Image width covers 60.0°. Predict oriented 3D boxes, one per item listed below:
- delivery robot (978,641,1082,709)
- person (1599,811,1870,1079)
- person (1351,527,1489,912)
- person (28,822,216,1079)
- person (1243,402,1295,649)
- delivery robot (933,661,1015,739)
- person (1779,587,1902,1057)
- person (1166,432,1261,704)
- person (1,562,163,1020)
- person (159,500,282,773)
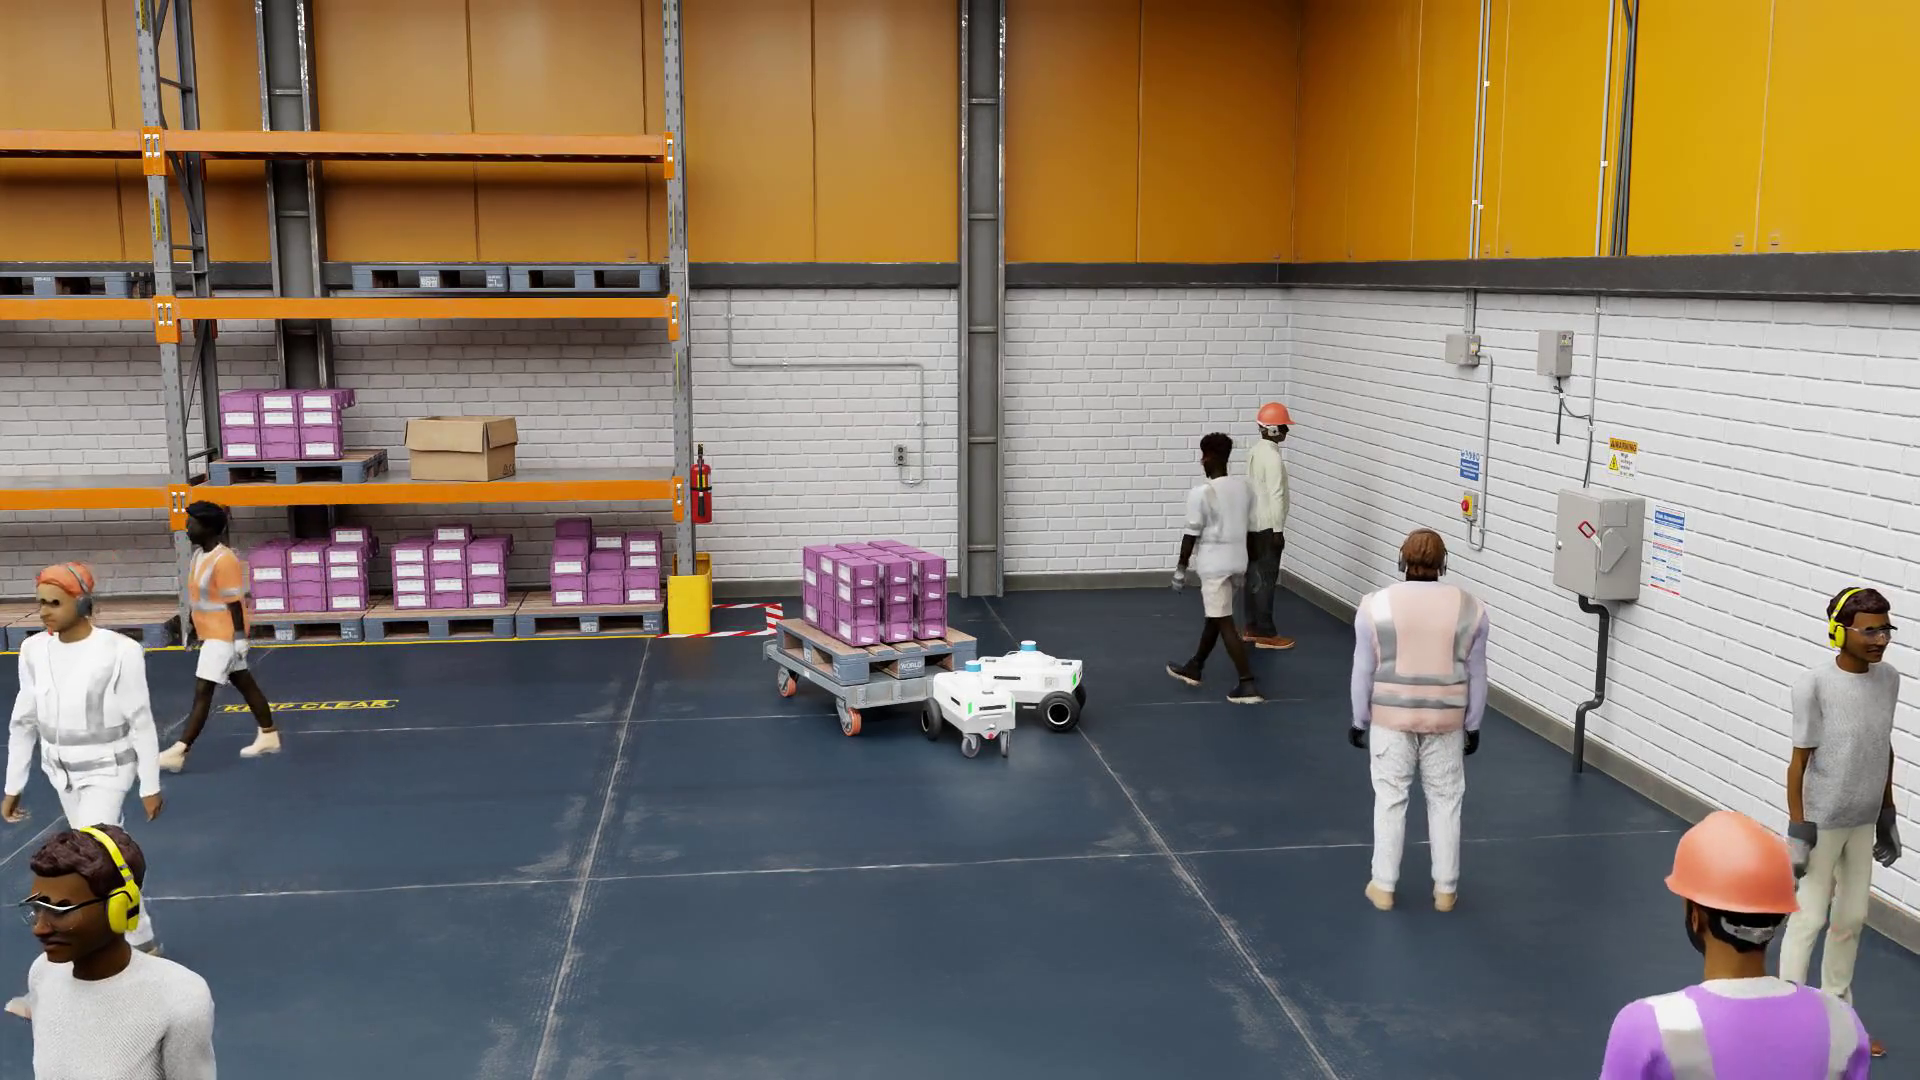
[{"bbox_3d":[0.459,0.922,11.195,0.707,0.478,0.477,2,9,9],"label":"delivery robot"},{"bbox_3d":[1.565,1.509,3.640,0.547,1.907,0.842,-2,9,-12],"label":"person"},{"bbox_3d":[2.173,0.855,7.904,0.629,1.843,0.429,1,9,8],"label":"person"},{"bbox_3d":[-1.847,1.522,3.651,0.518,1.874,0.327,3,10,18],"label":"person"},{"bbox_3d":[2.507,-0.121,13.518,0.381,1.994,0.617,-1,9,-9],"label":"person"},{"bbox_3d":[0.087,1.015,10.618,0.477,0.478,0.707,-3,10,-19],"label":"delivery robot"},{"bbox_3d":[3.403,1.088,6.393,0.536,1.866,0.331,-3,10,-19],"label":"person"},{"bbox_3d":[1.837,0.185,11.891,0.612,1.915,0.992,-8,12,-40],"label":"person"},{"bbox_3d":[-3.691,1.022,6.860,0.588,1.837,0.969,3,10,18],"label":"person"},{"bbox_3d":[-4.620,0.581,10.192,0.874,1.643,0.546,-7,12,-39],"label":"person"}]
